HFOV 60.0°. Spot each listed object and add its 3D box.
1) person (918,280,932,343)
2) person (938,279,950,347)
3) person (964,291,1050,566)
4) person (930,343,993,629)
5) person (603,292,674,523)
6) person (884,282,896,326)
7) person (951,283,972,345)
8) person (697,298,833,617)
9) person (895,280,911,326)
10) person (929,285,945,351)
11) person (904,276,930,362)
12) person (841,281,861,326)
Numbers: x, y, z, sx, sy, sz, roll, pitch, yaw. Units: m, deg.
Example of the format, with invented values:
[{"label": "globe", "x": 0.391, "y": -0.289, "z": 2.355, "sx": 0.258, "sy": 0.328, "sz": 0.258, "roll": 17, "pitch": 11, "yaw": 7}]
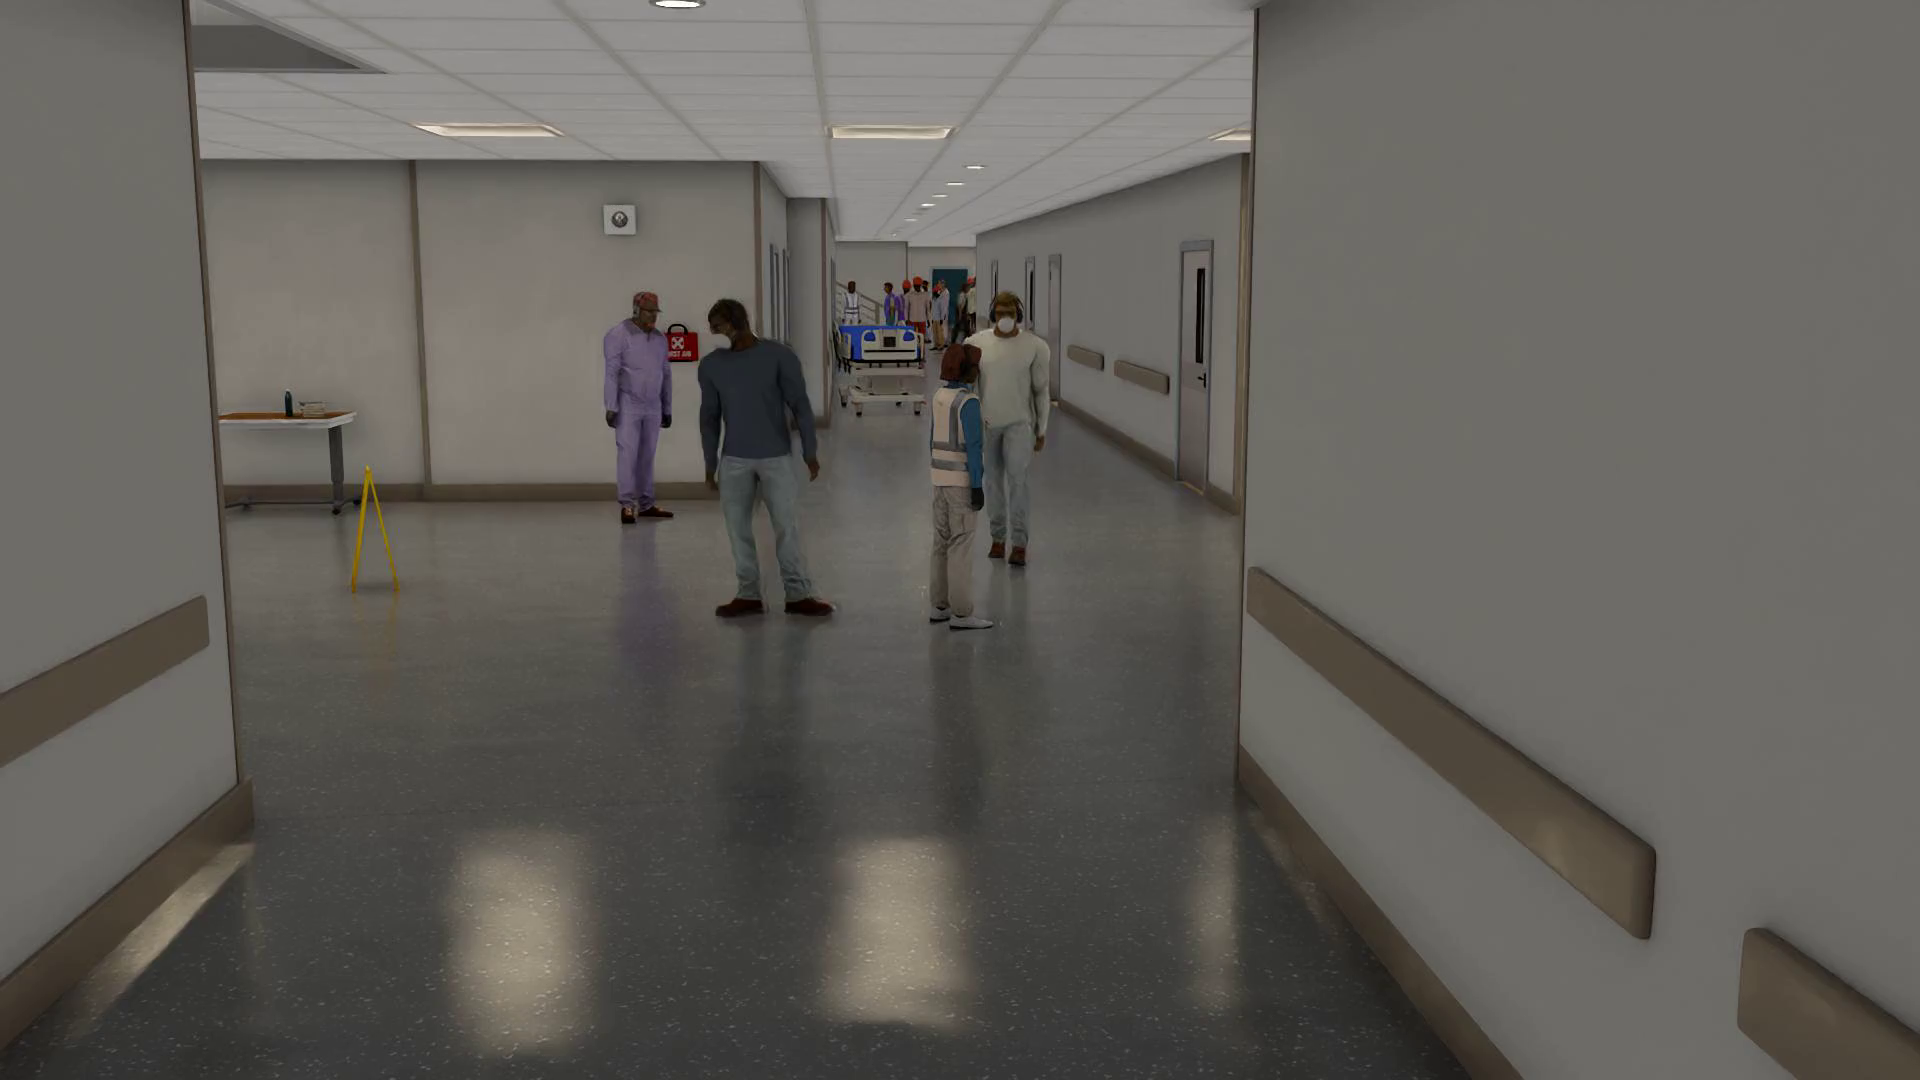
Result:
[{"label": "person", "x": -1.026, "y": -6.780, "z": 49.446, "sx": 0.316, "sy": 1.874, "sz": 0.532, "roll": -5, "pitch": 10, "yaw": -26}, {"label": "person", "x": -0.507, "y": -6.359, "z": 46.699, "sx": 0.407, "sy": 1.910, "sz": 0.638, "roll": -2, "pitch": 9, "yaw": -12}, {"label": "person", "x": 0.285, "y": -0.767, "z": 11.620, "sx": 0.655, "sy": 1.903, "sz": 0.913, "roll": 1, "pitch": 9, "yaw": 9}, {"label": "person", "x": -0.012, "y": -0.309, "z": 9.564, "sx": 0.310, "sy": 1.636, "sz": 0.523, "roll": -5, "pitch": 10, "yaw": -27}, {"label": "person", "x": -2.628, "y": -1.091, "z": 13.719, "sx": 0.415, "sy": 1.889, "sz": 0.687, "roll": 7, "pitch": 12, "yaw": 39}, {"label": "person", "x": -1.774, "y": -5.693, "z": 42.756, "sx": 0.390, "sy": 1.839, "sz": 0.561, "roll": -2, "pitch": 9, "yaw": -11}, {"label": "person", "x": 0.182, "y": -6.279, "z": 46.484, "sx": 0.937, "sy": 1.797, "sz": 0.525, "roll": 0, "pitch": 9, "yaw": 1}, {"label": "person", "x": -1.136, "y": -0.459, "z": 9.745, "sx": 0.793, "sy": 1.900, "sz": 0.382, "roll": 1, "pitch": 9, "yaw": 8}, {"label": "person", "x": -1.326, "y": -5.411, "z": 40.705, "sx": 0.547, "sy": 1.919, "sz": 0.724, "roll": -2, "pitch": 9, "yaw": -14}, {"label": "person", "x": -0.609, "y": -5.956, "z": 44.646, "sx": 0.330, "sy": 1.751, "sz": 0.564, "roll": -5, "pitch": 11, "yaw": -31}, {"label": "person", "x": -0.985, "y": -5.118, "z": 38.643, "sx": 0.613, "sy": 1.991, "sz": 0.392, "roll": -2, "pitch": 9, "yaw": -12}, {"label": "person", "x": -2.855, "y": -5.847, "z": 43.620, "sx": 0.589, "sy": 1.874, "sz": 0.362, "roll": -6, "pitch": 11, "yaw": -31}]
